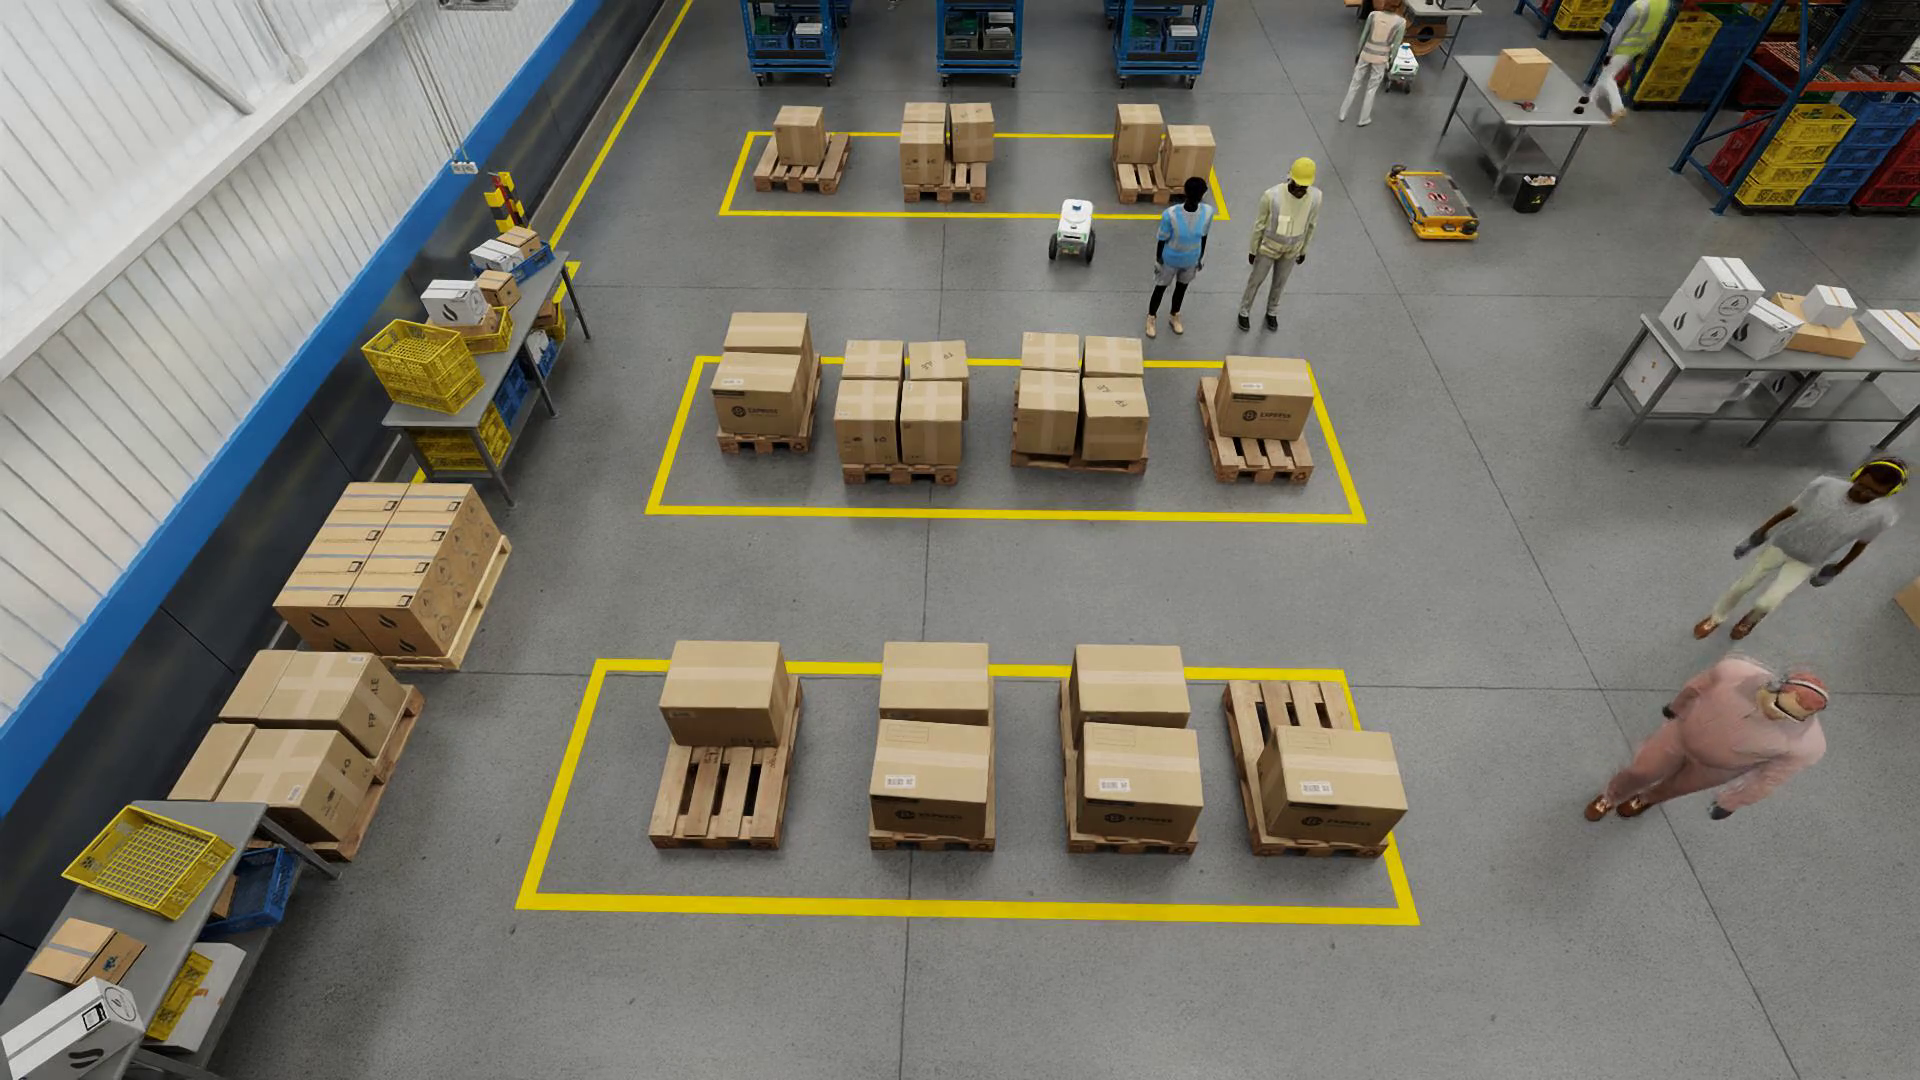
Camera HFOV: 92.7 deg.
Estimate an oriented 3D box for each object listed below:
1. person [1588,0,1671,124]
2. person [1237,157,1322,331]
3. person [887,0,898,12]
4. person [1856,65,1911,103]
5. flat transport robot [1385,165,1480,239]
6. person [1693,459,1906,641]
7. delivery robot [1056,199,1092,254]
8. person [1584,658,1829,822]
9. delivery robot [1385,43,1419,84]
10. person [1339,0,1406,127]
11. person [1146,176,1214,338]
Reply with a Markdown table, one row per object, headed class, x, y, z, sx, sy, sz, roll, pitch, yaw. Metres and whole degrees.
| class | x | y | z | sx | sy | sz | roll | pitch | yaw |
| --- | --- | --- | --- | --- | --- | --- | --- | --- | --- |
| person | 8.842 | -6.468 | 12.102 | 0.643 | 1.819 | 0.772 | -19 | 52 | -16 |
| person | 3.135 | -2.873 | 8.985 | 0.595 | 1.825 | 0.403 | -2 | 49 | -2 |
| person | -1.083 | -9.846 | 14.938 | 0.619 | 1.958 | 0.966 | 16 | 51 | 14 |
| person | 13.073 | -6.950 | 12.437 | 0.638 | 1.936 | 0.356 | -32 | 56 | -25 |
| flat transport robot | 5.692 | -4.094 | 11.059 | 0.652 | 0.197 | 1.431 | 1 | 49 | 1 |
| person | 5.785 | 0.105 | 6.389 | 0.385 | 1.853 | 0.527 | -25 | 54 | -20 |
| delivery robot | 1.299 | -3.585 | 10.372 | 0.477 | 0.478 | 0.707 | 7 | 50 | 6 |
| person | 4.407 | 1.247 | 5.394 | 0.651 | 1.855 | 0.666 | -23 | 53 | -18 |
| delivery robot | 6.372 | -6.919 | 13.258 | 0.477 | 0.478 | 0.707 | 4 | 49 | 4 |
| person | 5.483 | -6.360 | 12.131 | 0.531 | 1.626 | 0.321 | 29 | 55 | 23 |
| person | 2.144 | -2.747 | 8.953 | 0.538 | 1.698 | 0.320 | -8 | 50 | -7 |
